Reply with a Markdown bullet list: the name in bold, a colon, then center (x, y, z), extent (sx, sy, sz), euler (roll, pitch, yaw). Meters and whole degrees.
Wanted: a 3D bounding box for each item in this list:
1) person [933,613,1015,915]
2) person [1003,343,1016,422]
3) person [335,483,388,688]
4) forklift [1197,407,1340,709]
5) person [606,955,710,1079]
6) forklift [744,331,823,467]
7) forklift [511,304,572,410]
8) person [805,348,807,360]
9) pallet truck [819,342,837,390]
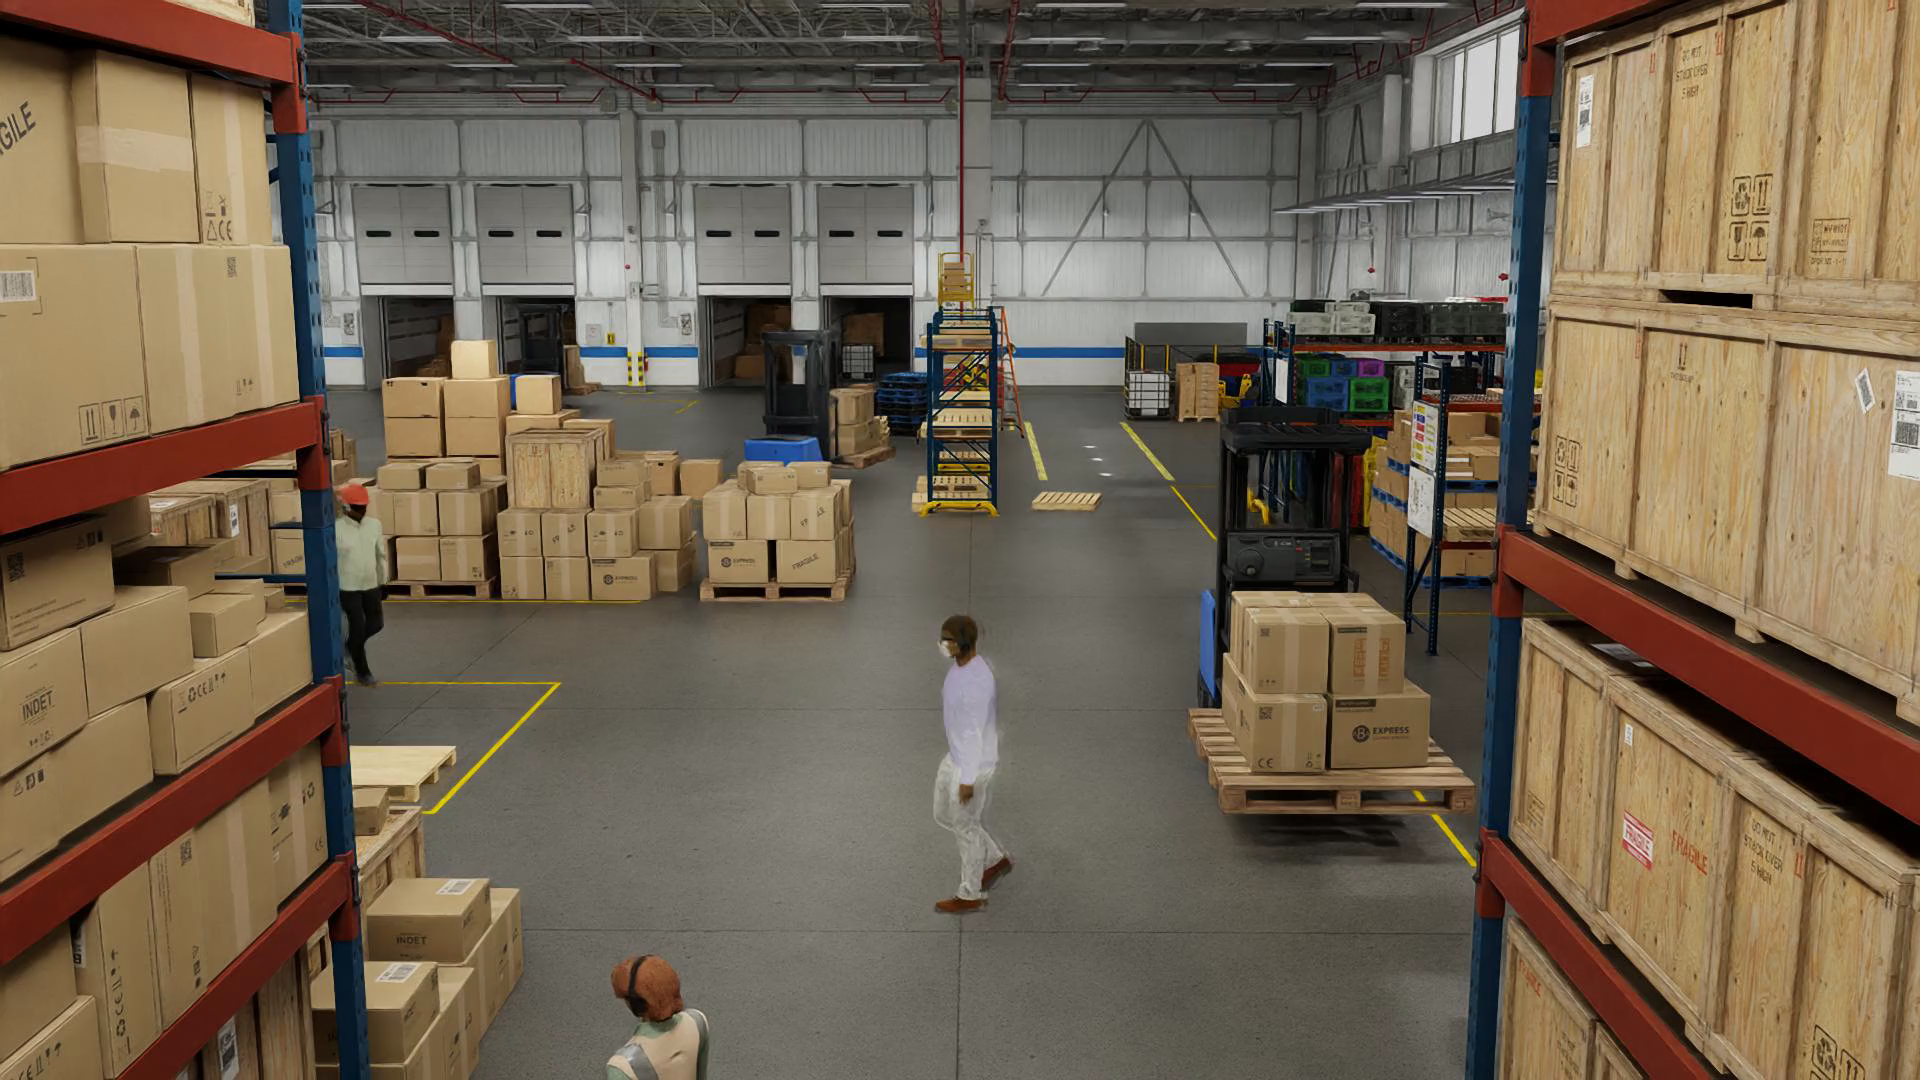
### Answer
- **person**: center (0.057, 1.401, 10.385), extent (0.458, 1.926, 0.639), euler (-2, 10, -11)
- **person**: center (1.195, -3.851, 40.635), extent (0.379, 1.940, 0.629), euler (1, 10, 3)
- **person**: center (-5.800, 0.417, 15.902), extent (0.625, 1.973, 0.630), euler (7, 12, 36)
- **forklift**: center (2.693, 0.259, 14.208), extent (1.129, 2.768, 1.873), euler (0, 10, 1)
- **person**: center (-1.093, 2.291, 6.066), extent (0.308, 1.640, 0.511), euler (5, 11, 28)
- **forklift**: center (-2.803, -2.080, 27.700), extent (1.129, 2.768, 1.873), euler (3, 10, 15)
- **forklift**: center (-10.724, -4.629, 42.411), extent (1.129, 2.768, 1.873), euler (0, 10, 1)
- **person**: center (-4.357, -5.082, 48.638), extent (0.369, 1.627, 0.522), euler (-1, 10, -4)
- **pallet truck**: center (-3.021, -4.312, 43.126), extent (1.885, 1.965, 0.823), euler (3, 10, 17)
